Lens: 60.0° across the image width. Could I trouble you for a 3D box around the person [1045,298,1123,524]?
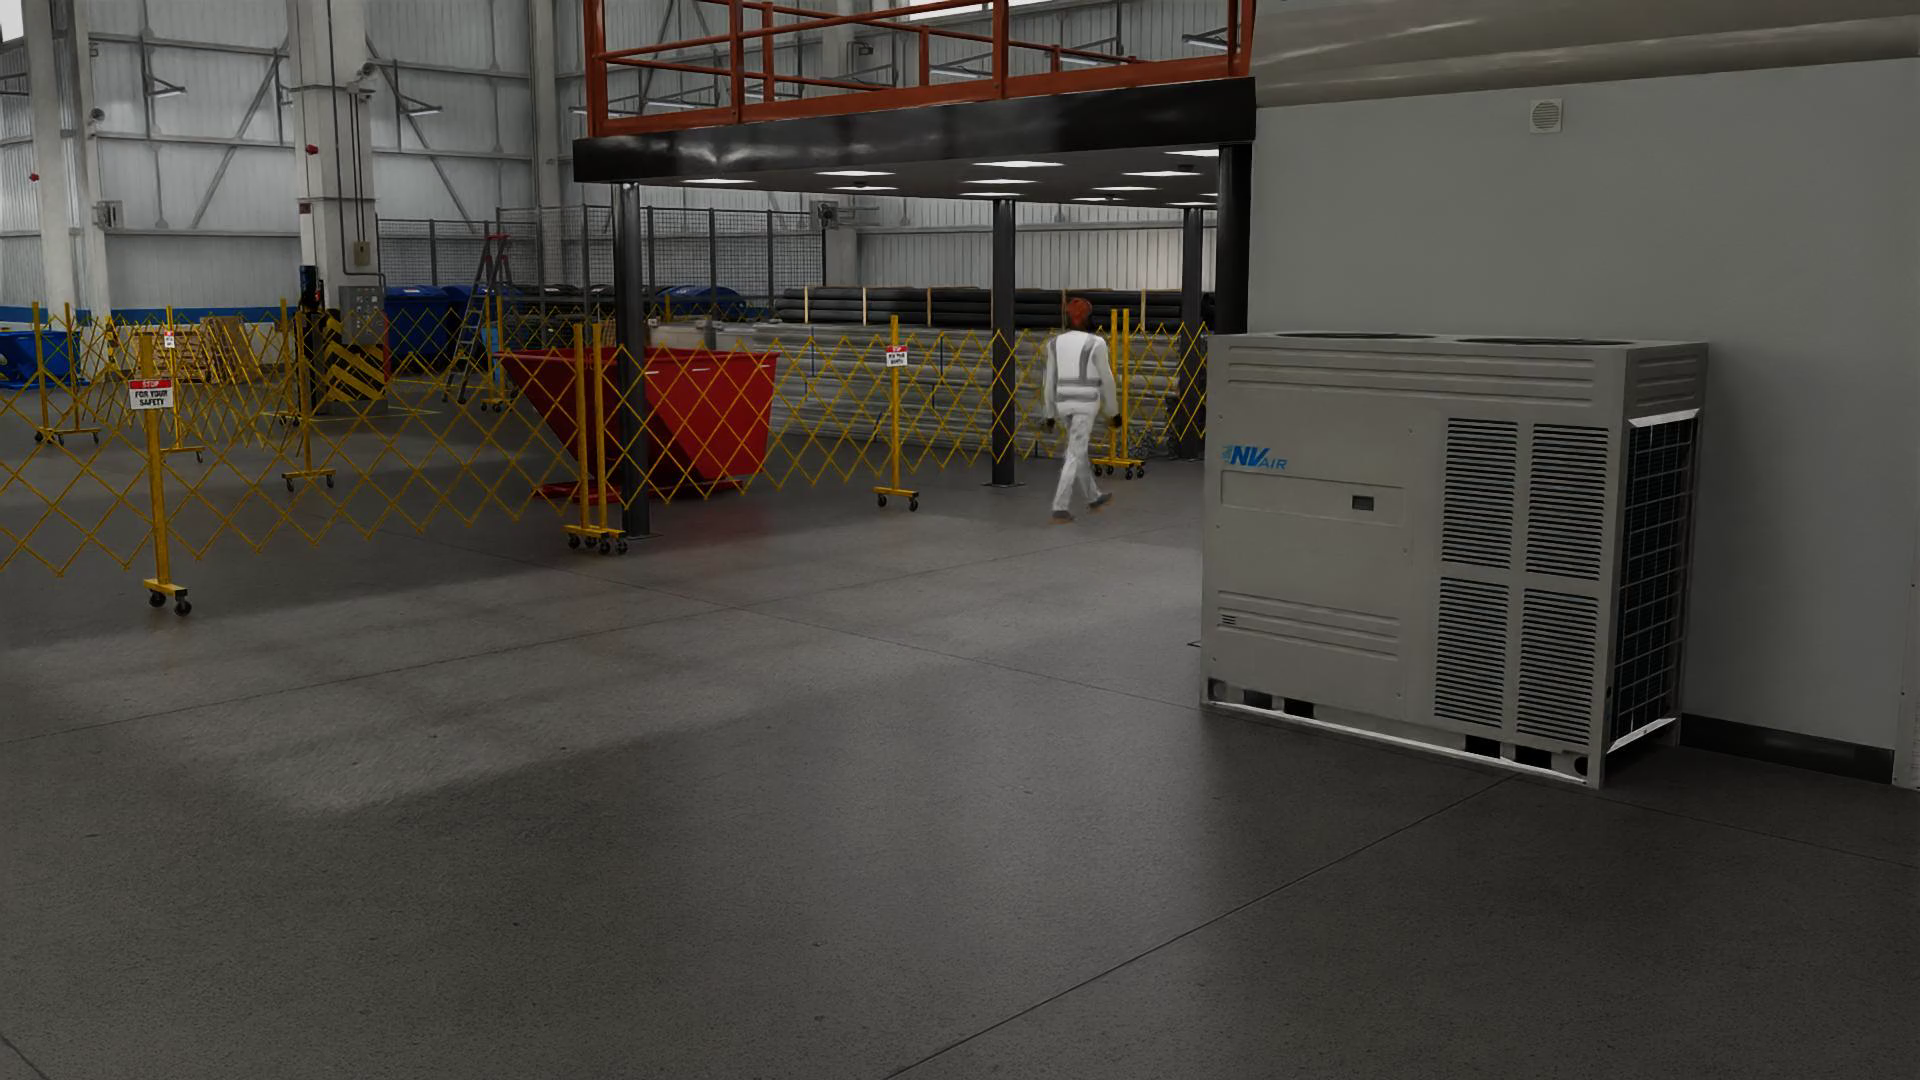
[{"bbox_3d":[1.020,-1.071,13.715,0.578,1.829,0.985,9,13,43],"label":"person"}]
